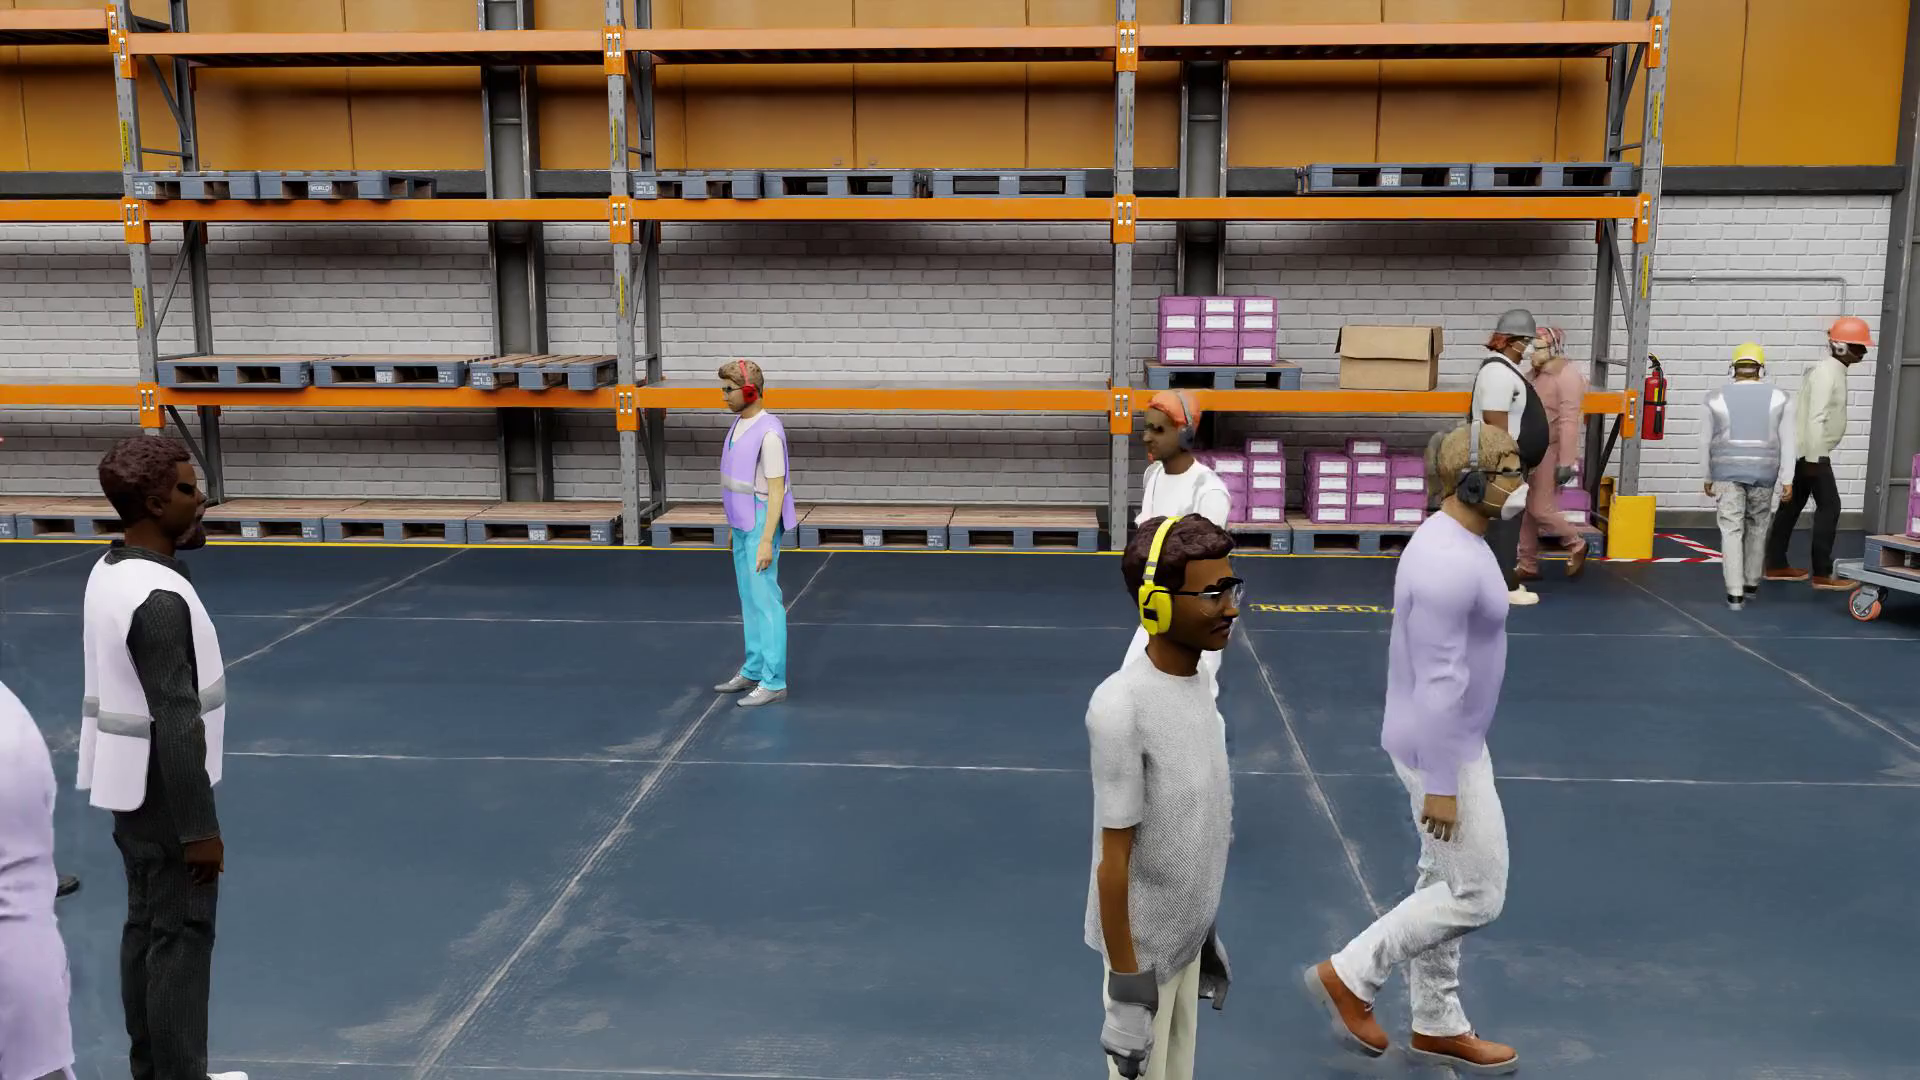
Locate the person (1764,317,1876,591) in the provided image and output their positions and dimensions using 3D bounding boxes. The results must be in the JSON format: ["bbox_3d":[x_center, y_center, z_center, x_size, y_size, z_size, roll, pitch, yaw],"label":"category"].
[{"bbox_3d":[6.179,-0.610,11.909,0.685,1.949,0.615,6,11,29],"label":"person"}]

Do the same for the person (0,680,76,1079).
[{"bbox_3d":[-1.914,0.902,3.312,0.969,1.857,0.651,-8,13,-40],"label":"person"}]

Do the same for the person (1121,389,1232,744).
[{"bbox_3d":[0.802,0.342,6.556,0.652,1.857,0.623,-4,10,-22],"label":"person"}]

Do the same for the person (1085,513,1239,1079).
[{"bbox_3d":[0.433,0.867,3.459,0.327,1.874,0.519,5,11,26],"label":"person"}]

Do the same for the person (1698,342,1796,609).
[{"bbox_3d":[5.368,-0.453,11.415,0.602,1.789,0.773,3,10,18],"label":"person"}]

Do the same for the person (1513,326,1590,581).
[{"bbox_3d":[4.257,-0.608,12.044,0.523,1.886,0.666,-2,10,-14],"label":"person"}]

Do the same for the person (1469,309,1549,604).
[{"bbox_3d":[3.805,-0.599,11.548,0.535,2.000,0.701,3,10,15],"label":"person"}]

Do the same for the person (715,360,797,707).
[{"bbox_3d":[-1.082,-0.039,8.860,0.388,1.837,0.564,-5,11,-26],"label":"person"}]

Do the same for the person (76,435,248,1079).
[{"bbox_3d":[-2.113,0.678,4.420,0.392,1.922,0.591,-8,12,-38],"label":"person"}]

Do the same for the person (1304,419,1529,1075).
[{"bbox_3d":[1.359,0.613,4.779,0.505,1.927,0.648,3,10,19],"label":"person"}]

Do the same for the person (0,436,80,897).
[{"bbox_3d":[-3.766,0.414,6.028,0.830,1.913,0.551,-3,10,-17],"label":"person"}]
